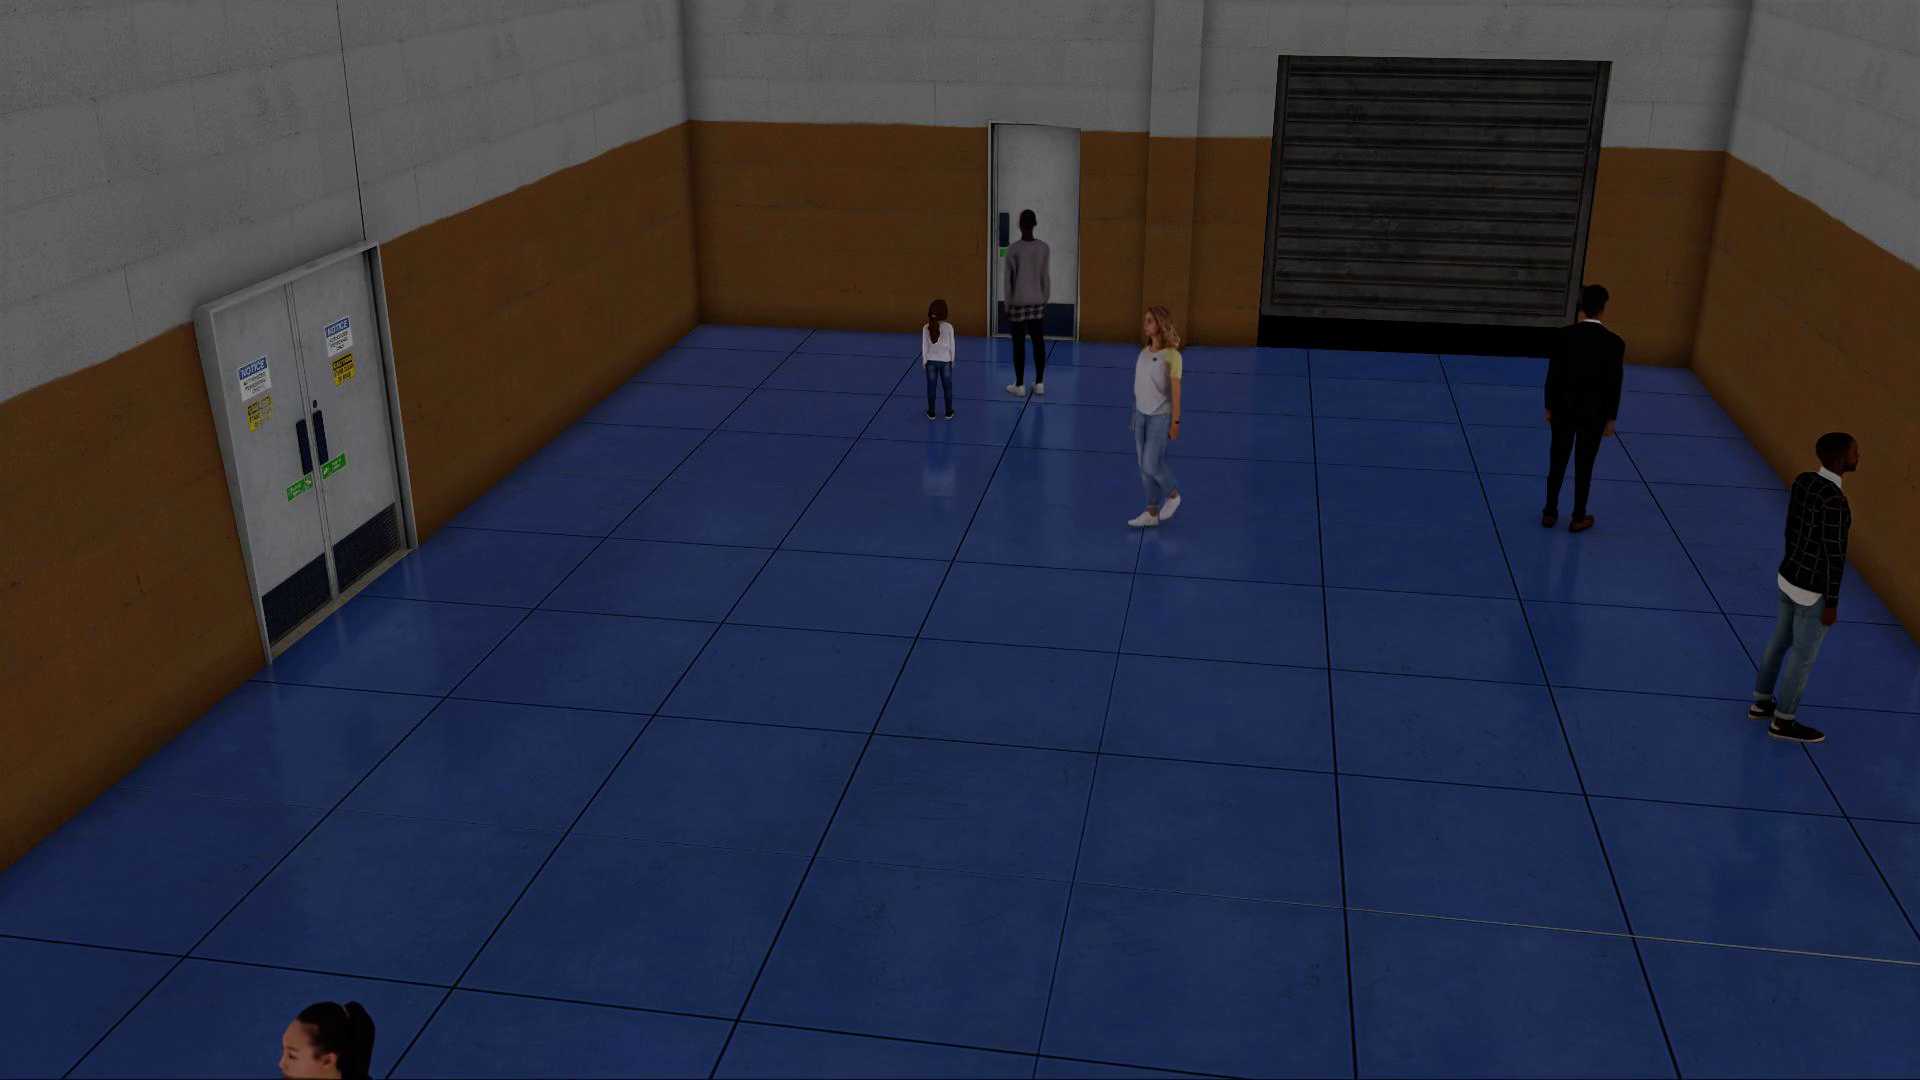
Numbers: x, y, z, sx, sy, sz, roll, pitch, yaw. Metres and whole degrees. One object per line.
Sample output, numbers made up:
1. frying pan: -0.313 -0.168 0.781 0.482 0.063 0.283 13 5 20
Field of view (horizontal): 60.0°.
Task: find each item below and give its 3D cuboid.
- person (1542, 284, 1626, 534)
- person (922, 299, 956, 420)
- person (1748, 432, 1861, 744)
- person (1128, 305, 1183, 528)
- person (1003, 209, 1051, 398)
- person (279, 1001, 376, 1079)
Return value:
1. person: 4.643 -0.985 12.479 0.648 1.882 0.827 14 26 30
2. person: -0.197 -1.664 15.206 0.458 1.110 0.550 -1 22 -3
3. person: 4.826 0.249 9.491 0.621 1.821 0.698 0 22 -1
4. person: 1.536 -0.923 12.526 0.856 1.716 0.800 -12 25 -28
5. person: 0.635 -2.246 15.767 0.634 1.771 0.753 -8 23 -19
6. person: -1.841 2.112 5.036 0.578 1.685 0.680 18 28 38
